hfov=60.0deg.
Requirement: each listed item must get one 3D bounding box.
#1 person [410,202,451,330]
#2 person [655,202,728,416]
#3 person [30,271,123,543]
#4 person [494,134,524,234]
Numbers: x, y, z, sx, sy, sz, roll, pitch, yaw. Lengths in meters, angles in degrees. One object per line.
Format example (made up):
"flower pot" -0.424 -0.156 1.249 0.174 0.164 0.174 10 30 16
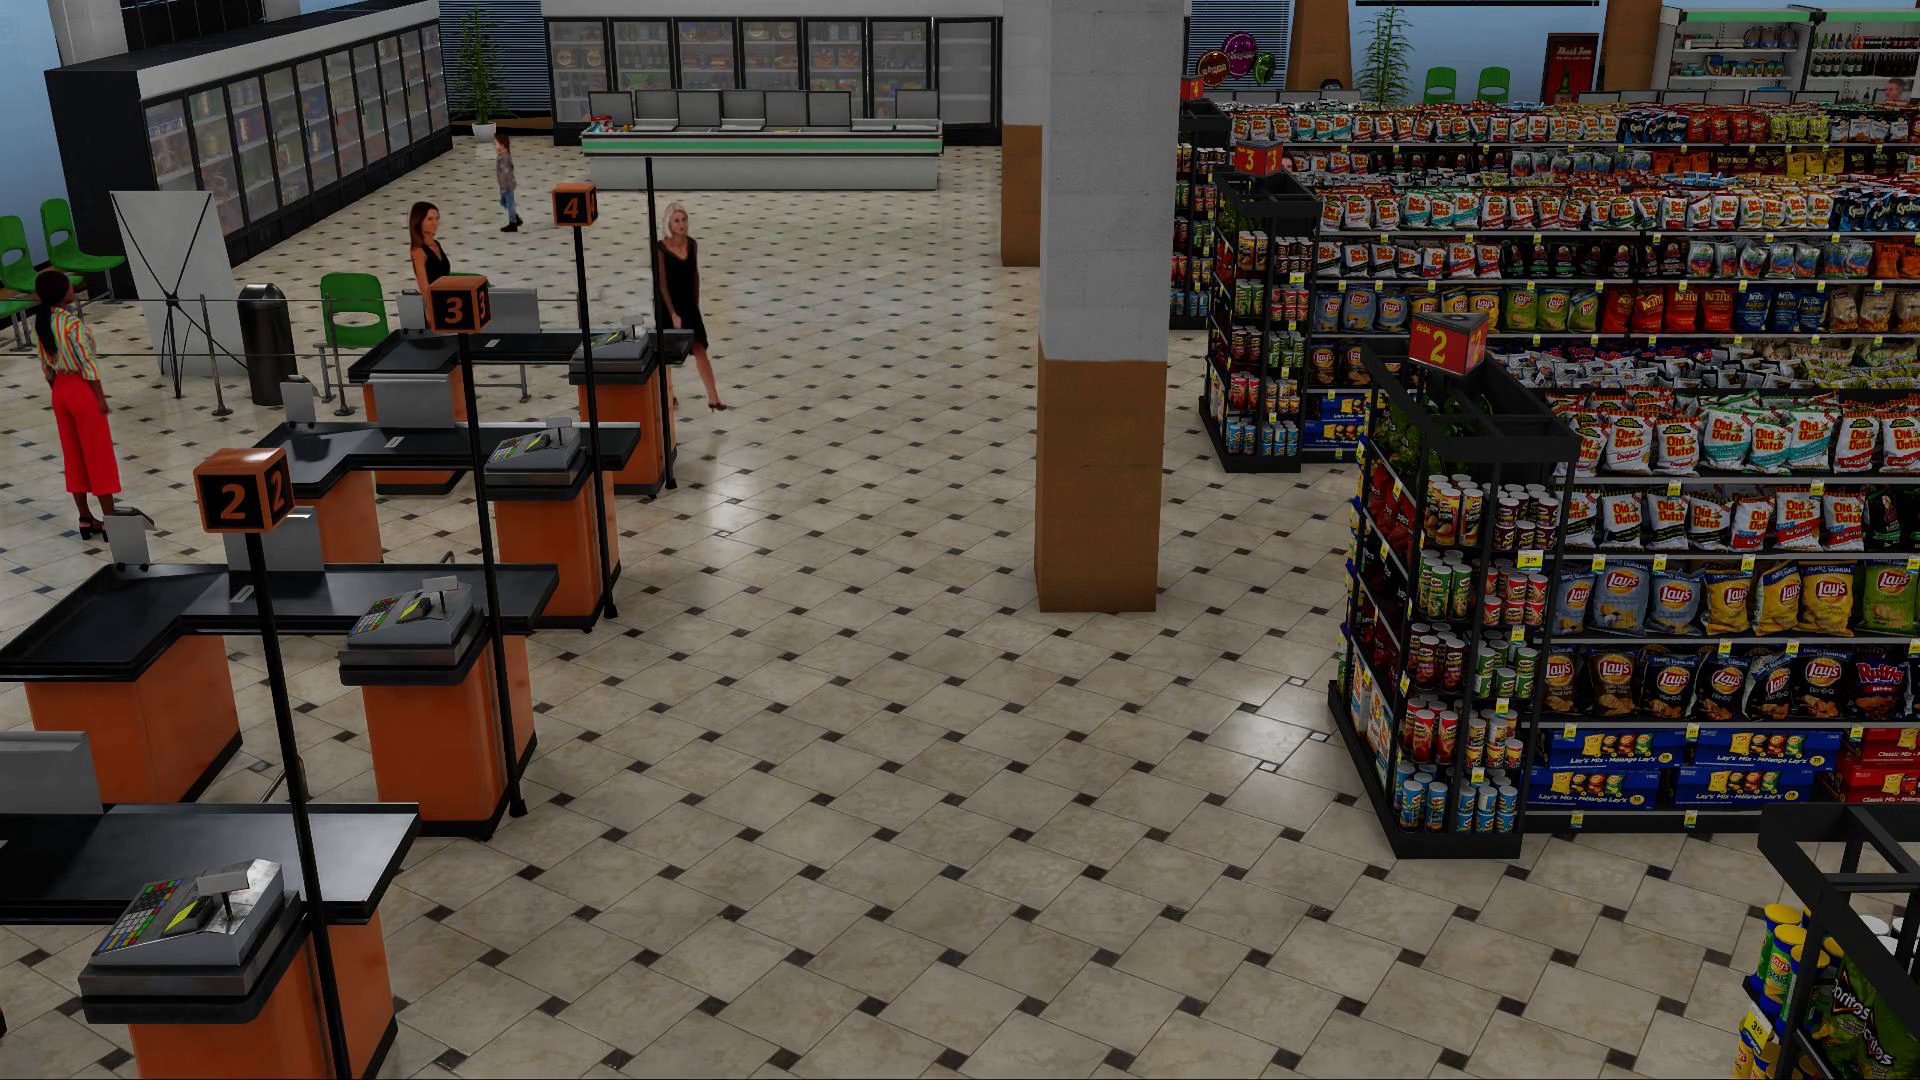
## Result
"person" -4.012 -1.659 12.709 0.537 1.834 0.593 2 22 4
"person" -2.316 -1.836 13.339 1.088 1.693 1.072 -17 28 -37
"person" -5.717 -0.862 10.781 0.586 1.792 0.733 8 23 19
"person" -5.465 -4.346 20.260 0.569 1.190 0.548 -5 22 -12
